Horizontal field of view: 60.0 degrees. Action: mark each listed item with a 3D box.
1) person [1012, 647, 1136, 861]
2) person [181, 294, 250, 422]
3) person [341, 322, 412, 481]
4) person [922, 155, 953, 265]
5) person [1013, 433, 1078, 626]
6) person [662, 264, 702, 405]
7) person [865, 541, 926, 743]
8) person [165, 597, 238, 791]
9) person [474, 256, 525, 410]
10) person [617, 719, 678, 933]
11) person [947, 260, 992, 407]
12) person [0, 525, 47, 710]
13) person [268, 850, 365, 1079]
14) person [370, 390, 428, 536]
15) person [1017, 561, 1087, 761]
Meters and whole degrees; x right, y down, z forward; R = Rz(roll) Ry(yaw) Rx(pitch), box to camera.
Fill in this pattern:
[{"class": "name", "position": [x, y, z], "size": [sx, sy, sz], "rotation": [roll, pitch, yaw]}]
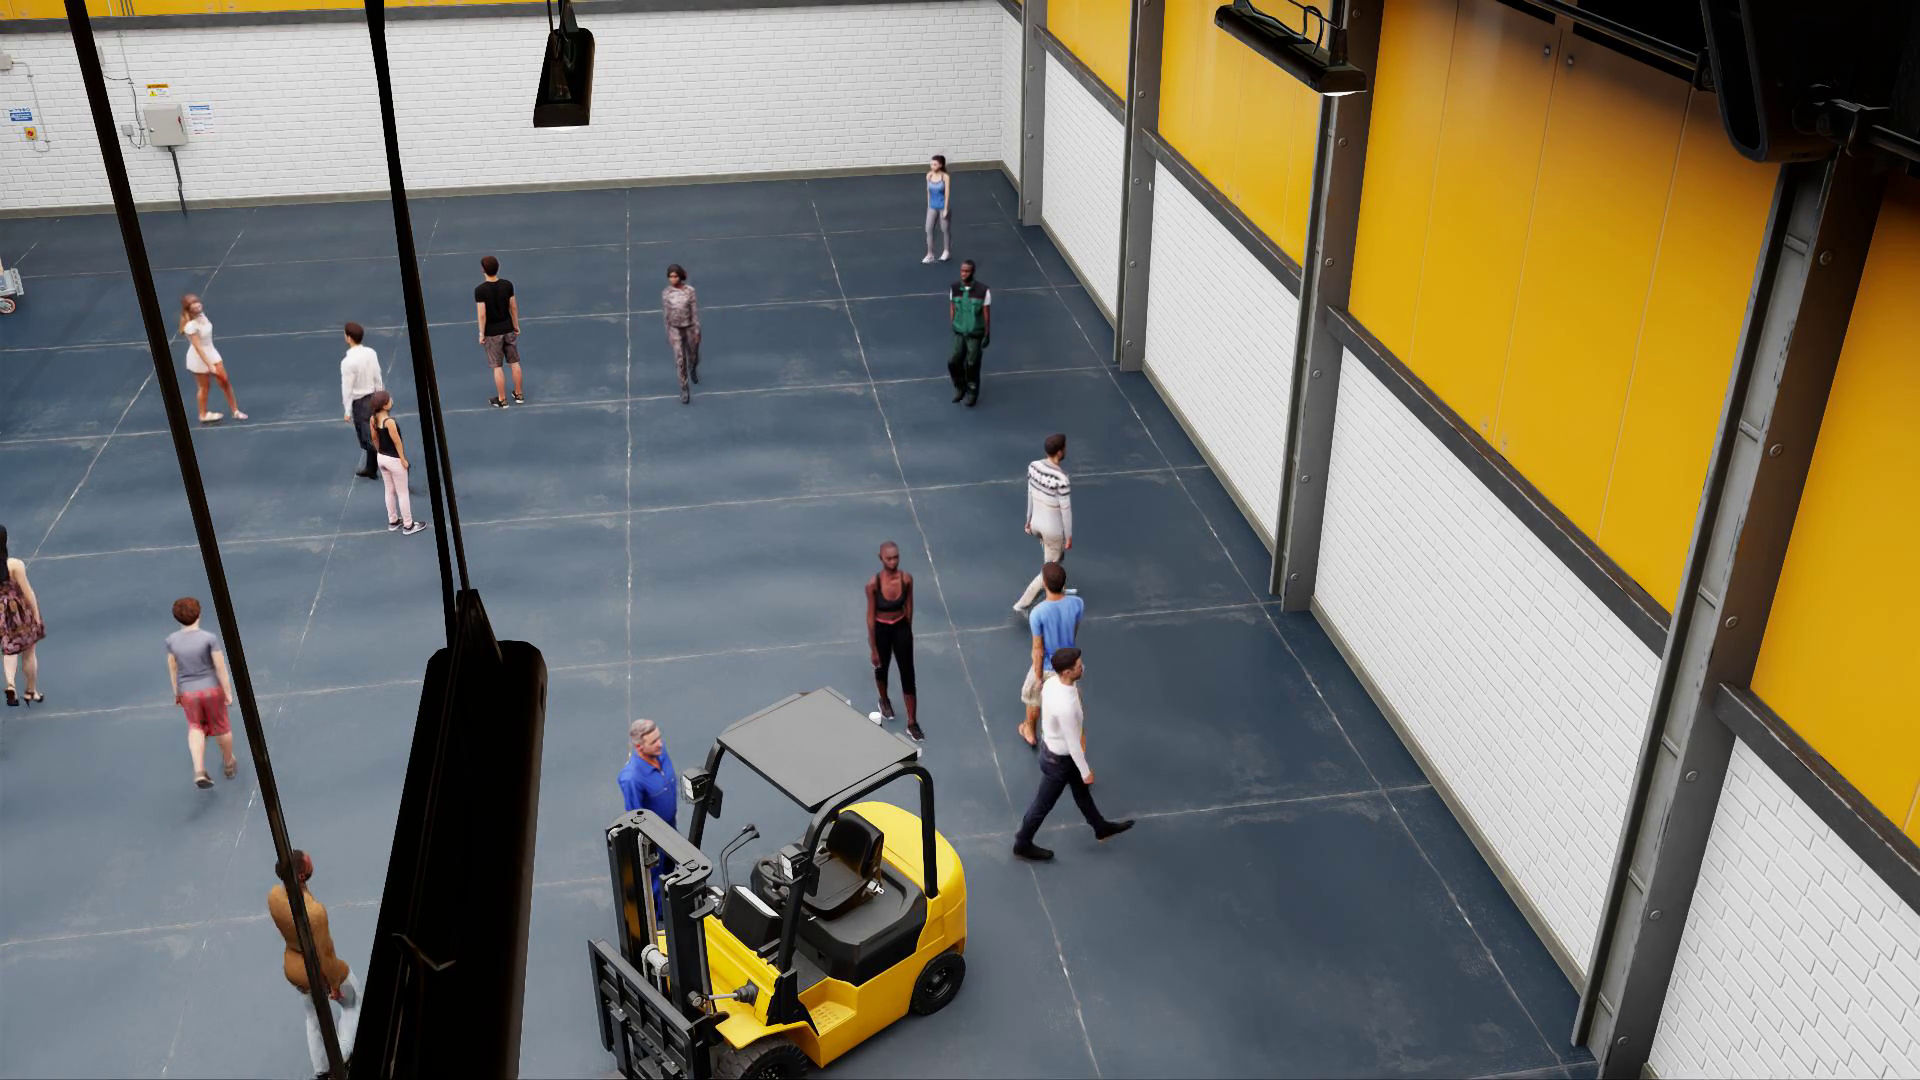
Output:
[{"class": "person", "position": [0.636, 1.620, 12.297], "size": [0.768, 1.827, 1.143], "rotation": [-2, 29, -3]}, {"class": "person", "position": [-8.828, -2.112, 19.329], "size": [0.878, 1.646, 0.884], "rotation": [-1, 29, -2]}, {"class": "person", "position": [-6.312, -1.416, 17.840], "size": [1.022, 1.850, 1.099], "rotation": [9, 30, 15]}, {"class": "person", "position": [-0.261, -4.885, 24.474], "size": [0.839, 1.587, 0.930], "rotation": [13, 31, 23]}, {"class": "person", "position": [0.769, -0.100, 15.434], "size": [1.101, 1.843, 1.194], "rotation": [-20, 34, -32]}, {"class": "person", "position": [-3.324, -2.512, 20.007], "size": [0.606, 1.698, 0.826], "rotation": [-2, 29, -4]}, {"class": "person", "position": [-0.623, 0.760, 13.978], "size": [0.670, 1.728, 1.050], "rotation": [-8, 30, -15]}, {"class": "person", "position": [-6.023, 1.257, 13.162], "size": [0.616, 1.636, 0.857], "rotation": [-4, 29, -7]}, {"class": "person", "position": [-5.490, -2.485, 19.788], "size": [0.772, 1.861, 0.771], "rotation": [-23, 36, -36]}, {"class": "person", "position": [-2.143, 2.013, 11.577], "size": [0.848, 1.828, 0.674], "rotation": [8, 30, 14]}, {"class": "person", "position": [0.143, -2.487, 19.827], "size": [0.809, 1.827, 0.829], "rotation": [9, 30, 16]}, {"class": "person", "position": [-8.007, 0.718, 14.026], "size": [0.716, 1.757, 0.837], "rotation": [-1, 29, -1]}, {"class": "person", "position": [-4.066, 2.723, 10.303], "size": [0.746, 1.802, 0.775], "rotation": [12, 31, 21]}, {"class": "person", "position": [-5.818, -0.809, 17.025], "size": [0.617, 1.564, 0.669], "rotation": [16, 33, 27]}, {"class": "person", "position": [0.823, 1.067, 13.307], "size": [0.761, 1.832, 1.271], "rotation": [-10, 30, -17]}]
